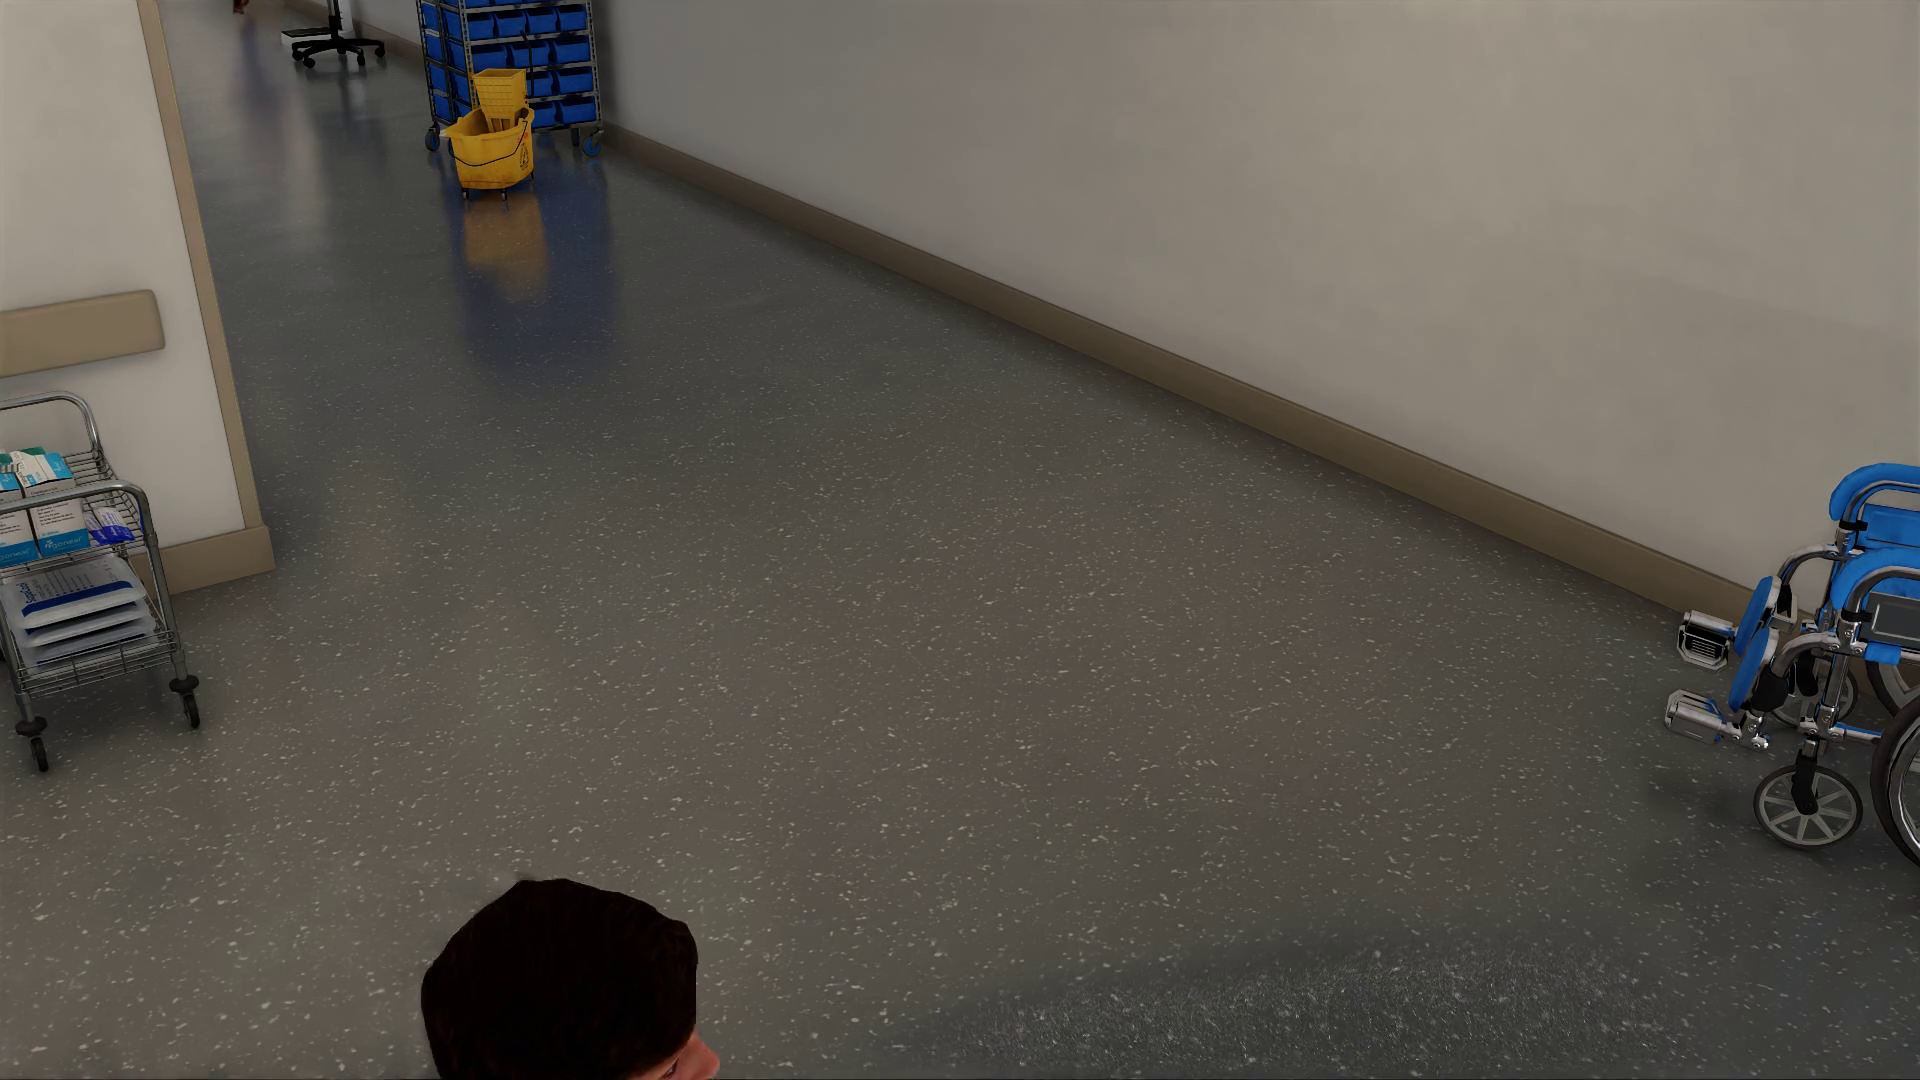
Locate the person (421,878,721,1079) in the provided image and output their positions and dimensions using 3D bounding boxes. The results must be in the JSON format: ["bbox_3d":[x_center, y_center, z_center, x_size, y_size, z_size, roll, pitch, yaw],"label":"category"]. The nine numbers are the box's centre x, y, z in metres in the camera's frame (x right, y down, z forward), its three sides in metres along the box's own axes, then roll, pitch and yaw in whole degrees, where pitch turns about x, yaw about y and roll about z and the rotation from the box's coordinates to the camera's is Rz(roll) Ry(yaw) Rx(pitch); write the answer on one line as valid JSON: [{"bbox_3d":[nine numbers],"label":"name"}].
[{"bbox_3d":[-0.427,1.034,1.724,1.144,1.623,0.960,-1,26,-2],"label":"person"}]
